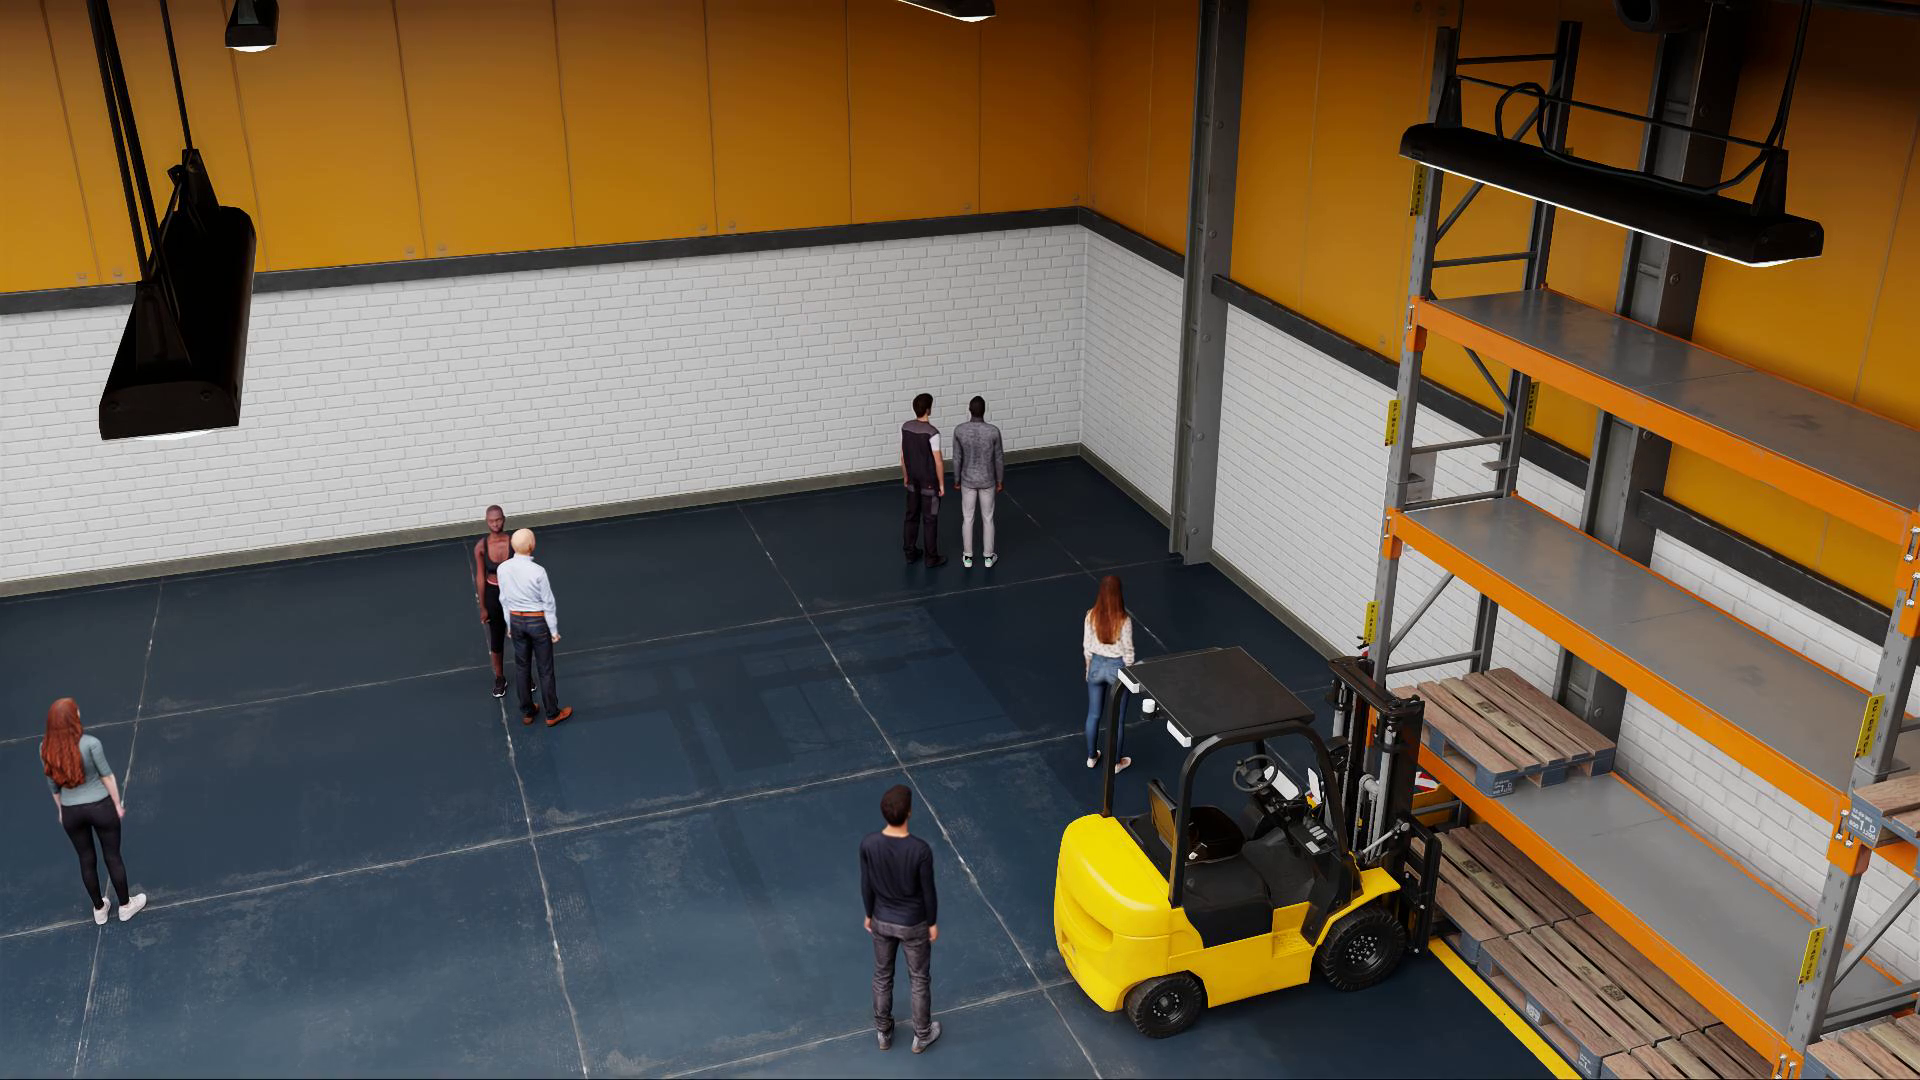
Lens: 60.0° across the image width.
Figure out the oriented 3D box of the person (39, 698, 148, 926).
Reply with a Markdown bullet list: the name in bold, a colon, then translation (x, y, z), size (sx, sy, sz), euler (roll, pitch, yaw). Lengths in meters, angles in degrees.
- **person**: translation (-6.033, 1.878, 11.516), size (0.629, 1.742, 0.609), euler (-3, 24, -6)

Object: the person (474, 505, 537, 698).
- **person**: translation (-3.997, 0.512, 14.619), size (0.588, 1.758, 0.514), euler (-9, 25, -19)

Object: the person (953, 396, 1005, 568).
- **person**: translation (0.185, -0.603, 17.069), size (0.756, 1.839, 0.717), euler (2, 24, 4)

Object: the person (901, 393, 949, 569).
- **person**: translation (-0.385, -0.619, 17.096), size (0.716, 1.848, 0.813), euler (15, 28, 31)

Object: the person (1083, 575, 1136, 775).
- **person**: translation (1.196, 1.068, 13.385), size (0.645, 1.728, 0.707), euler (11, 26, 23)

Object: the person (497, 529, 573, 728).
- **person**: translation (-3.623, 0.738, 14.061), size (0.735, 1.792, 0.751), euler (5, 24, 11)

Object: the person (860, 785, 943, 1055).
- **person**: translation (-0.369, 2.349, 10.276), size (0.713, 1.871, 0.732), euler (5, 24, 12)
